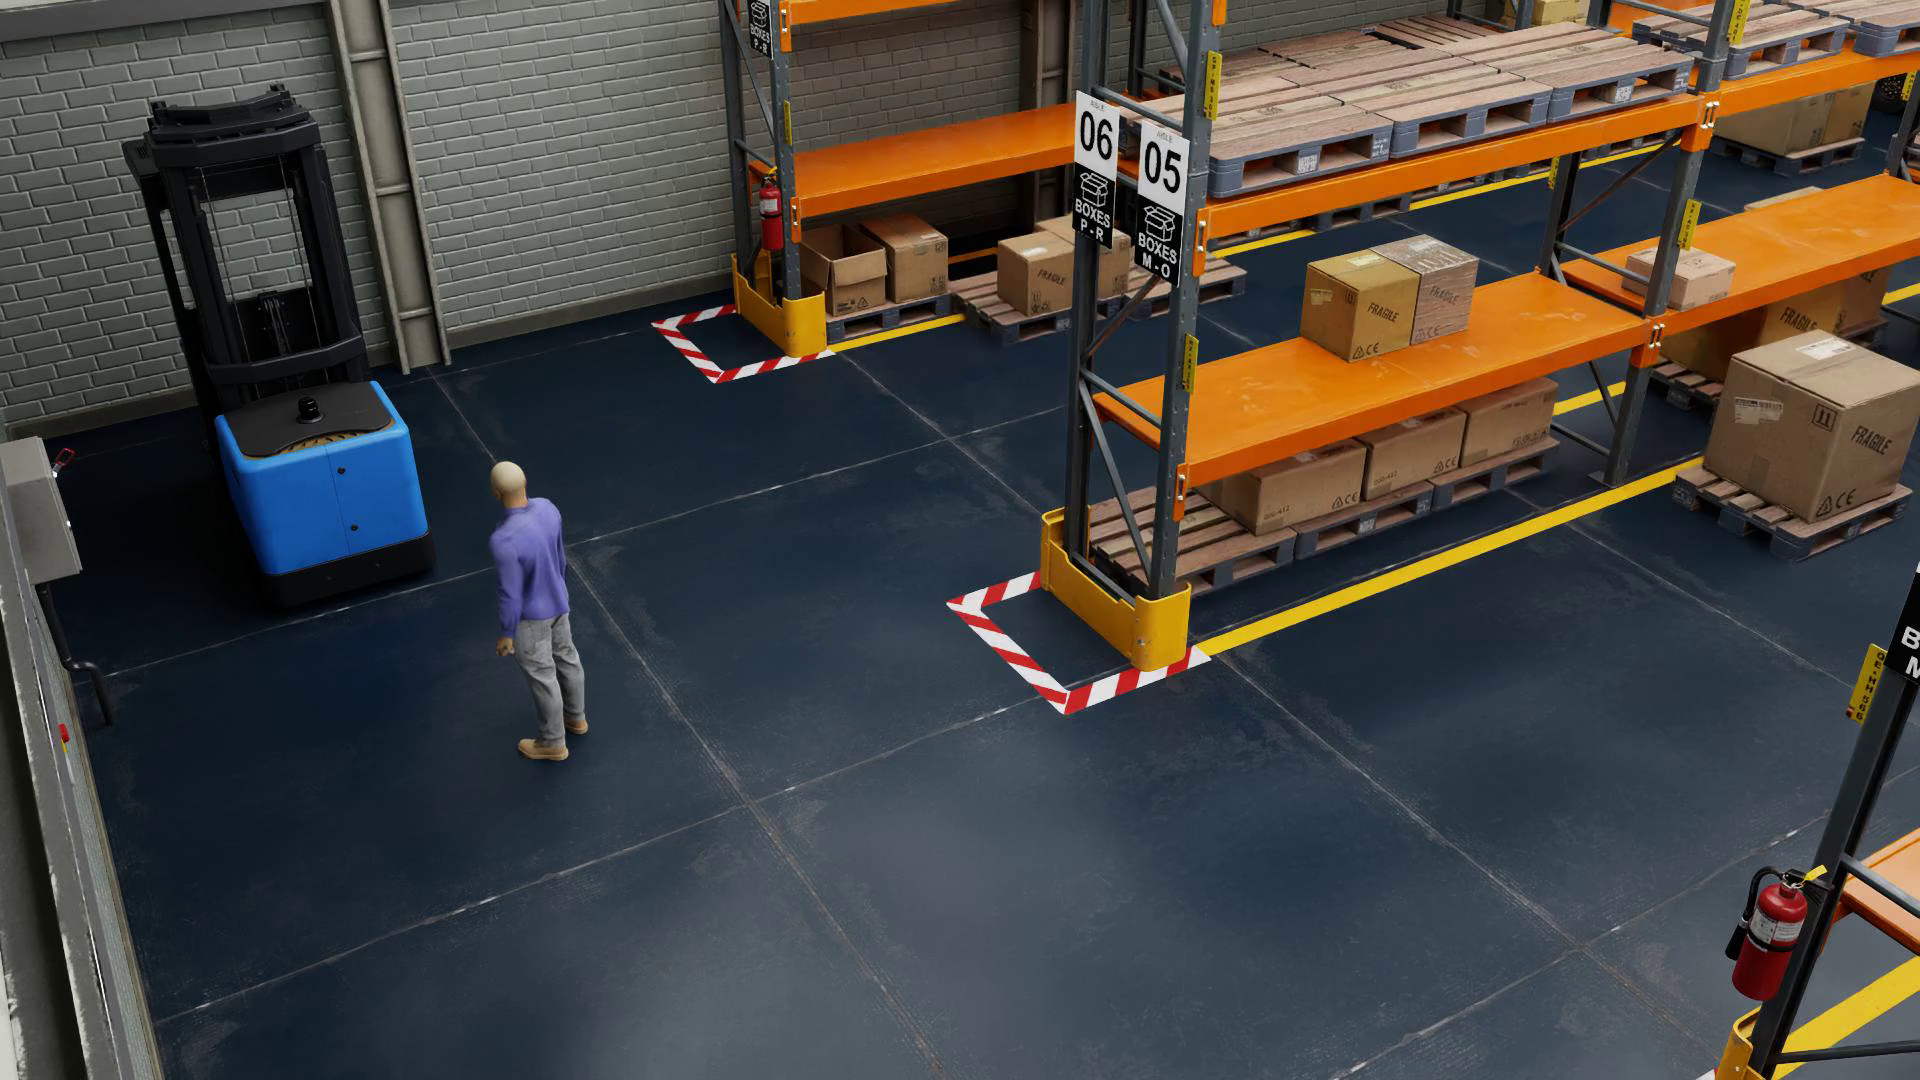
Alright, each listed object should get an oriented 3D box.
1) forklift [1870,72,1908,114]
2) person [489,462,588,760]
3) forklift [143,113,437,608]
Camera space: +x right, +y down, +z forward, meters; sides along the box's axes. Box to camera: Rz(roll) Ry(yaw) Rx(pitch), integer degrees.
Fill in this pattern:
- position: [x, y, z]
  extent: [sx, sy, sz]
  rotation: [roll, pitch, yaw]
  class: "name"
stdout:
- position: [11.468, -5.645, 18.244]
  extent: [1.214, 2.155, 2.313]
  rotation: [-17, 36, -26]
  class: "forklift"
- position: [-2.248, 0.386, 8.866]
  extent: [0.396, 1.797, 0.592]
  rotation: [11, 33, 17]
  class: "person"
- position: [-4.289, -1.259, 10.509]
  extent: [1.129, 2.768, 1.873]
  rotation: [-17, 36, -26]
  class: "forklift"
